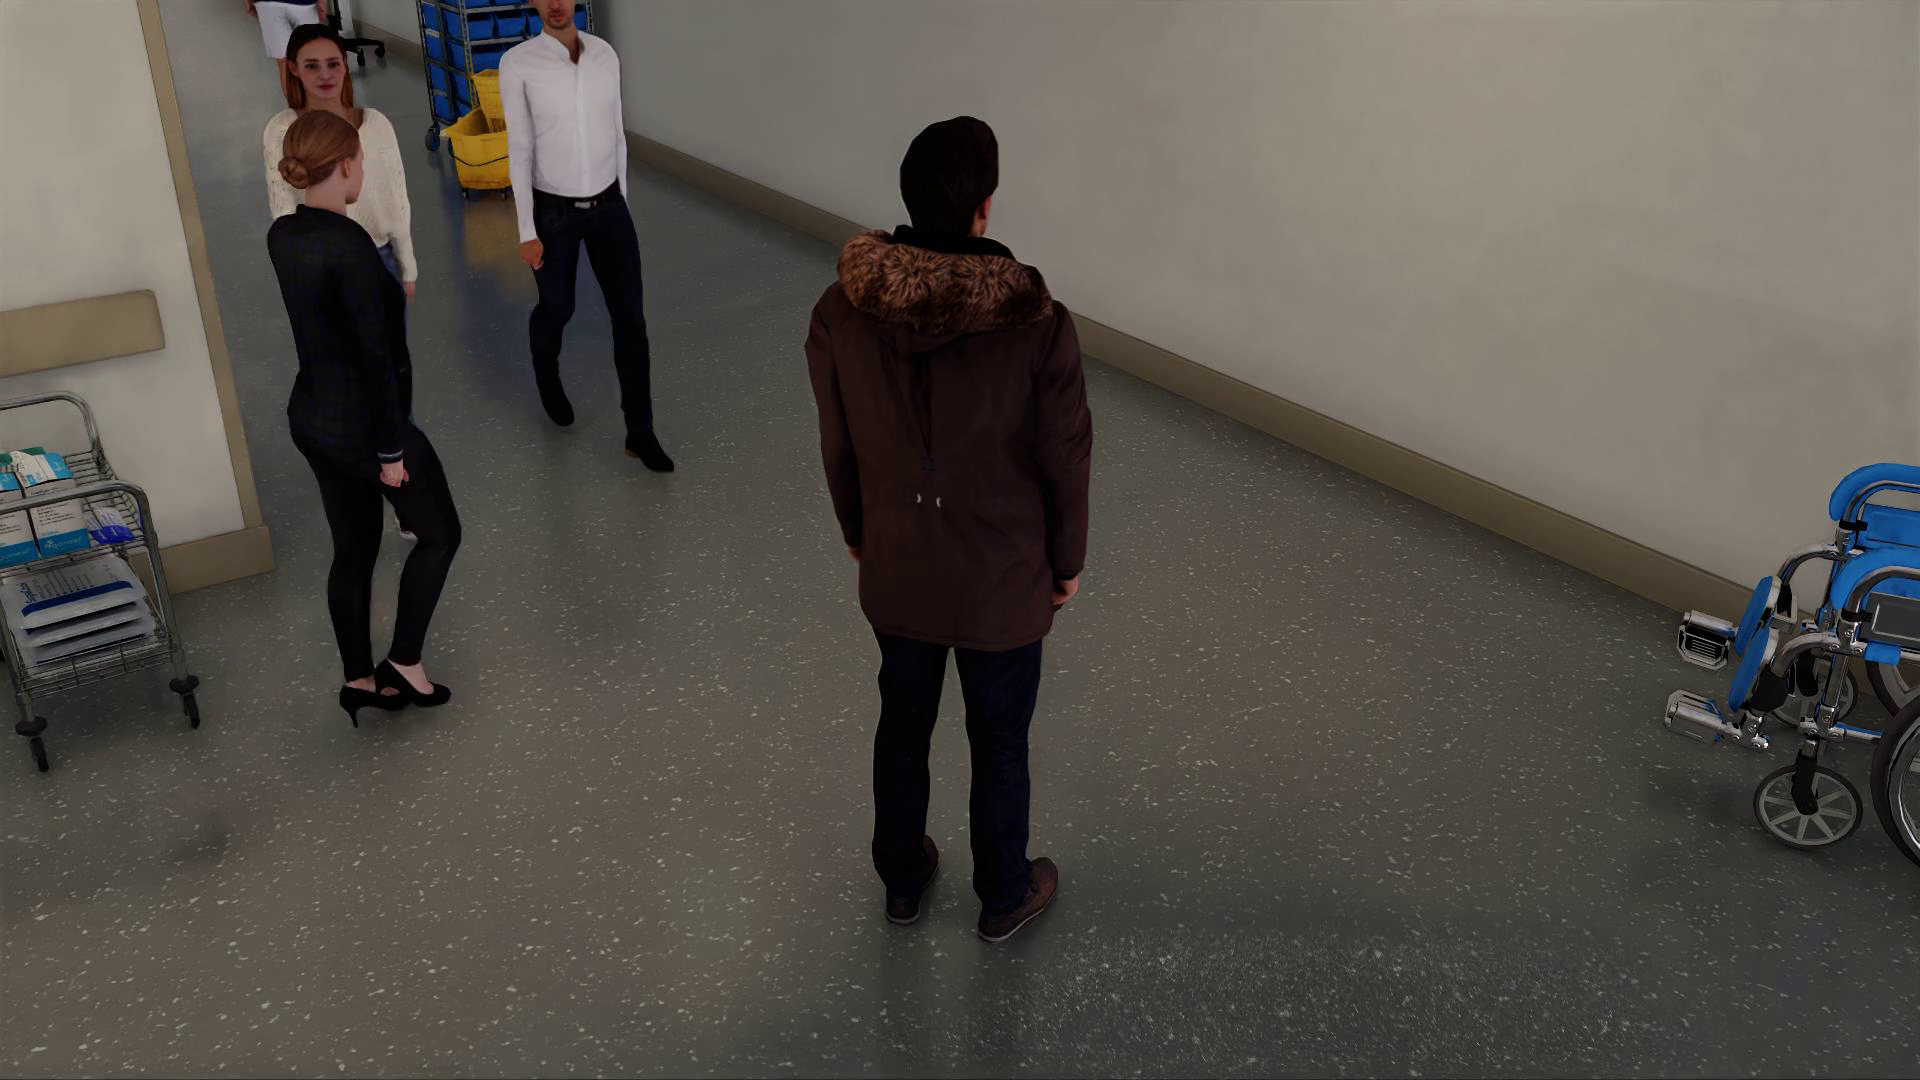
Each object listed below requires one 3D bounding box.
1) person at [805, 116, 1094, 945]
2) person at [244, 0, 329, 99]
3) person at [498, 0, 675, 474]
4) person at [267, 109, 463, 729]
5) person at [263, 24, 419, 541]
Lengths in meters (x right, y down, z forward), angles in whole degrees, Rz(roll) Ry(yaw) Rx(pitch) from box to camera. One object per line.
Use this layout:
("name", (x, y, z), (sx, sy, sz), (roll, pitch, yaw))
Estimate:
("person", (-0.013, 0.035, 3.535), (0.879, 1.848, 0.902), (9, 27, 18))
("person", (-4.441, -3.532, 10.964), (0.805, 1.821, 0.811), (-11, 28, -21))
("person", (-1.468, -1.222, 6.160), (1.163, 1.832, 0.687), (-16, 30, -30))
("person", (-1.629, -0.235, 4.303), (0.708, 1.667, 0.700), (18, 31, 32))
("person", (-2.096, -0.867, 5.636), (1.120, 1.649, 0.838), (-10, 28, -20))
